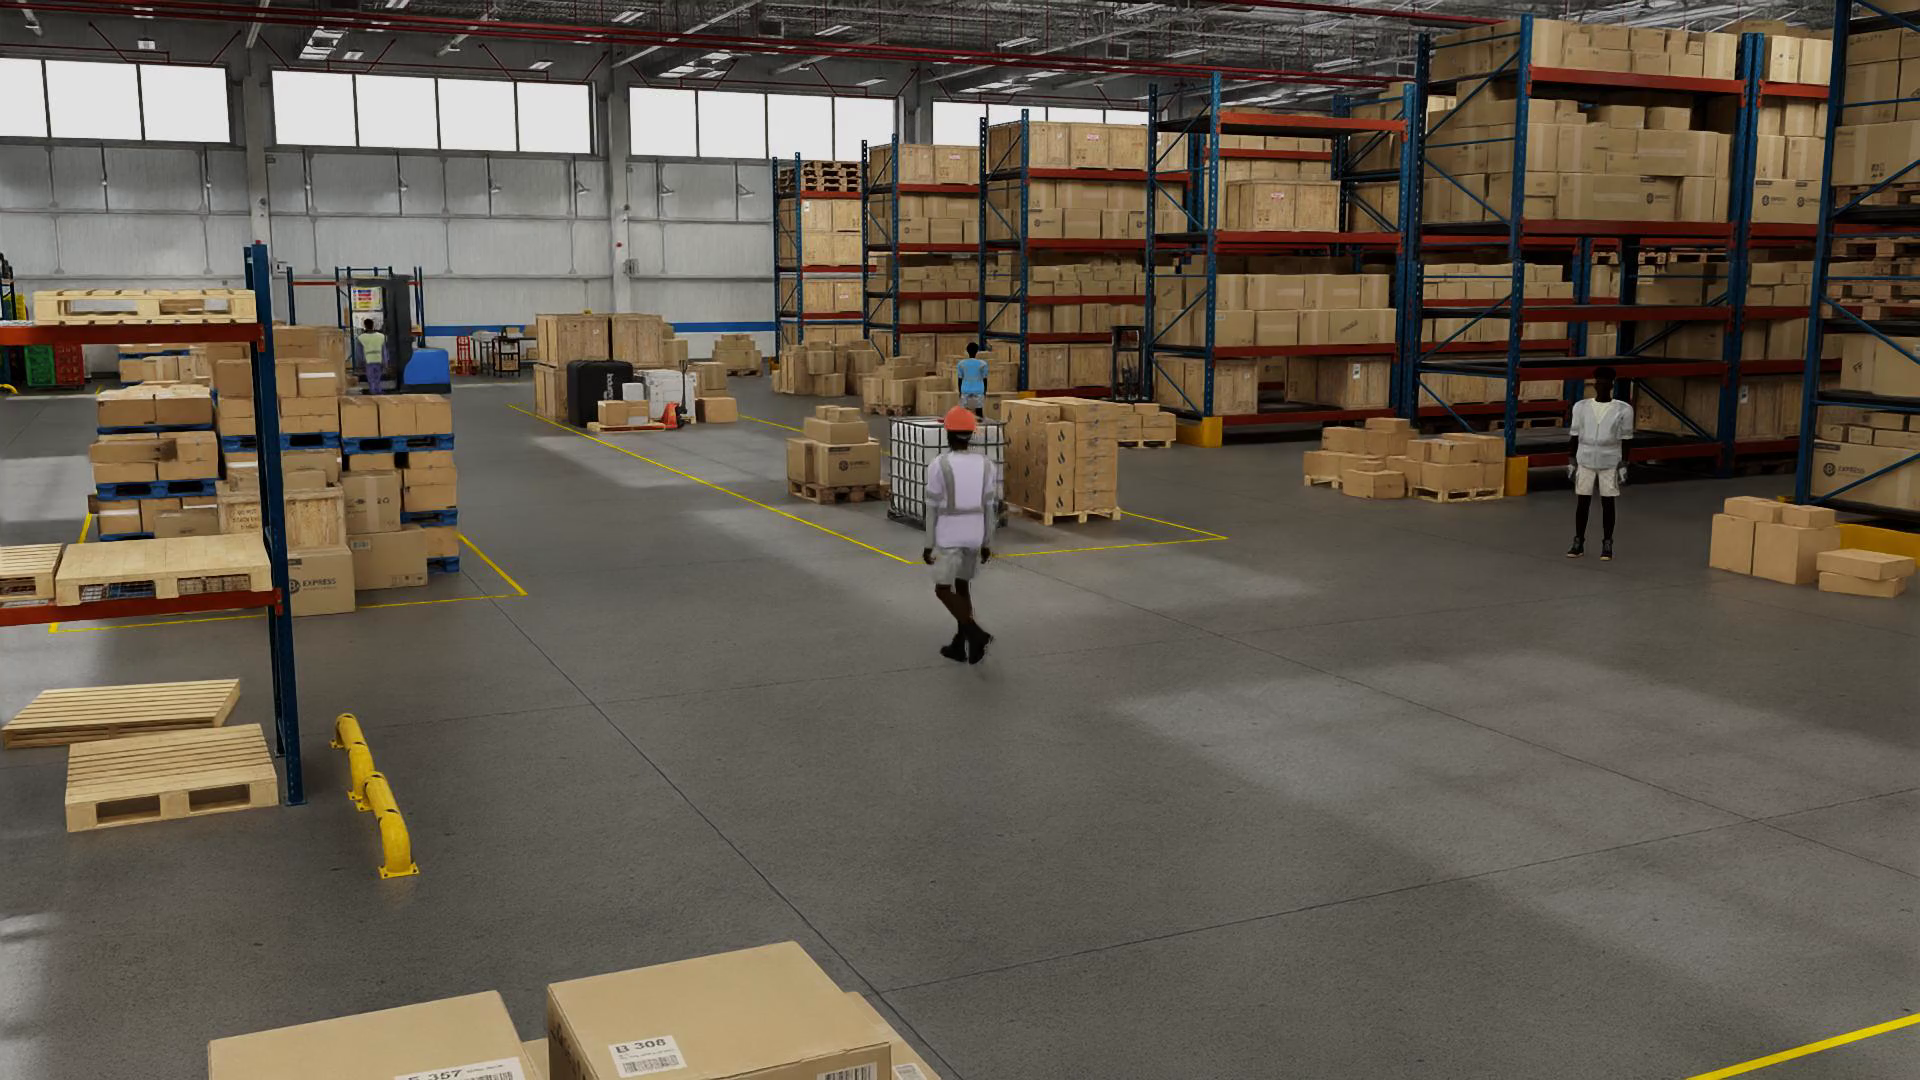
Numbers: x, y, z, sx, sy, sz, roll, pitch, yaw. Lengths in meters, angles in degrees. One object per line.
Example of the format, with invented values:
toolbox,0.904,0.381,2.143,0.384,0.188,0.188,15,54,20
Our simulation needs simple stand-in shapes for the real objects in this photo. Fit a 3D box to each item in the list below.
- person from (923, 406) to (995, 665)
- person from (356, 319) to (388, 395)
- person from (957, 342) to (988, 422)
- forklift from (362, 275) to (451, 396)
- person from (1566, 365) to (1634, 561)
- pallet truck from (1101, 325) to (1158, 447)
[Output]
person,0.033,-0.014,12.144,0.550,1.919,0.678,-6,11,-31
person,-12.590,-3.761,35.457,0.622,1.891,0.789,-8,12,-41
person,0.216,-2.529,28.428,0.540,1.700,0.315,0,9,-2
forklift,-12.881,-4.745,38.529,1.873,2.768,1.129,-4,10,-25
person,6.422,-0.776,16.728,0.607,1.966,0.367,6,11,31
pallet truck,2.881,-2.596,27.923,0.823,1.965,1.885,-1,9,-7
